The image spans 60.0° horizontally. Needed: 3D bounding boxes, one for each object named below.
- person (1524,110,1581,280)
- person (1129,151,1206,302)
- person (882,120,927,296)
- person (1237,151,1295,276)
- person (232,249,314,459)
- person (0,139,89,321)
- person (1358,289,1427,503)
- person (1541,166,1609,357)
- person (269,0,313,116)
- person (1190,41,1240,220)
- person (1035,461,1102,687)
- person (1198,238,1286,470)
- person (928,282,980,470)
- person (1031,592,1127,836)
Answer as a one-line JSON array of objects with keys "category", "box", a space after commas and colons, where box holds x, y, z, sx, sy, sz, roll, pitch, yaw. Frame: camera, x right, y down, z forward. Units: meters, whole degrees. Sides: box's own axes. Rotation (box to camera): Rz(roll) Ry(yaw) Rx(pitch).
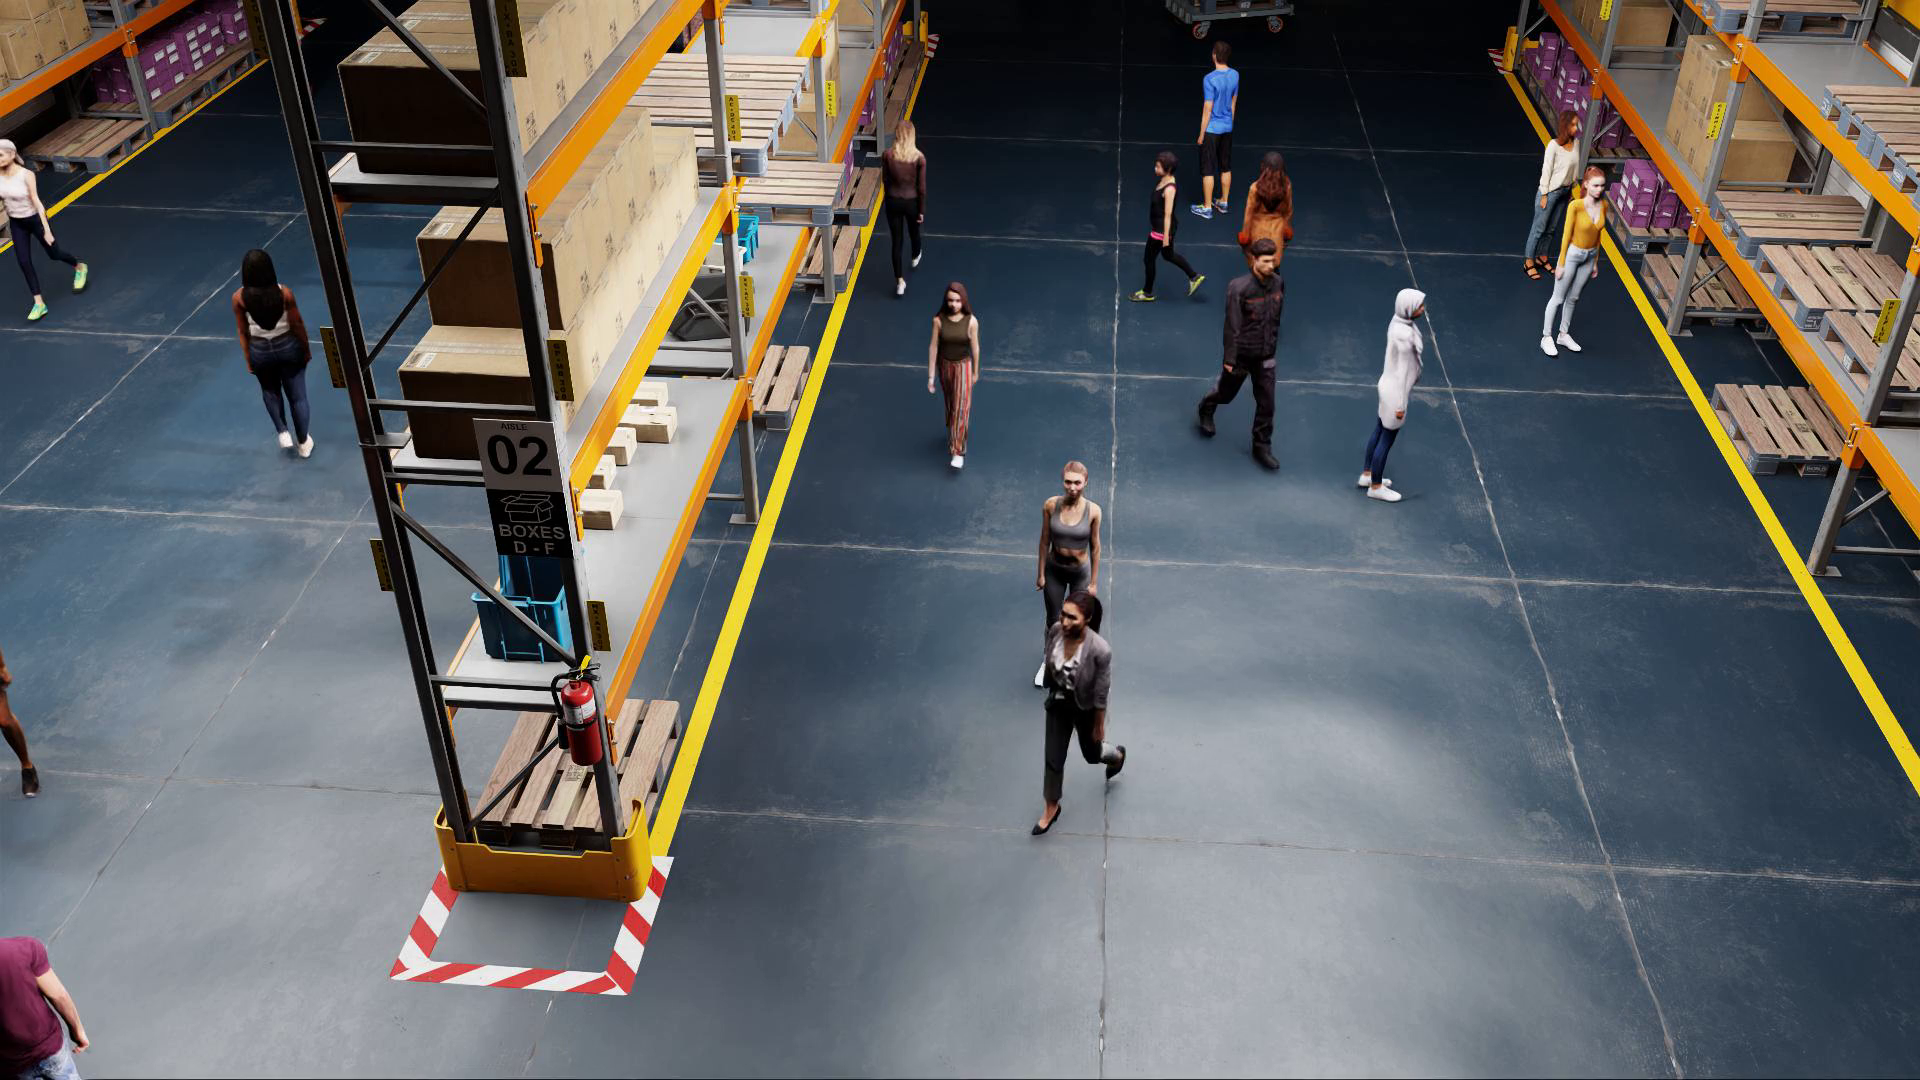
[{"category": "person", "box": [5.893, -3.444, 16.520, 0.696, 1.682, 0.730, -20, 38, -27]}, {"category": "person", "box": [2.027, -3.005, 16.001, 0.635, 1.525, 0.890, 4, 34, 6]}, {"category": "person", "box": [-0.571, -3.194, 16.171, 0.604, 1.652, 1.072, 3, 34, 5]}, {"category": "person", "box": [2.875, -2.753, 15.456, 0.811, 1.710, 0.892, -5, 34, -8]}, {"category": "person", "box": [-5.517, -1.451, 13.414, 0.748, 1.800, 0.755, -8, 34, -12]}, {"category": "person", "box": [-8.822, -3.024, 15.899, 0.641, 1.671, 1.140, 4, 34, 6]}, {"category": "person", "box": [3.375, -1.146, 12.978, 0.671, 1.776, 0.484, 4, 34, 5]}, {"category": "person", "box": [5.592, -2.535, 15.091, 0.673, 1.750, 0.684, -10, 35, -15]}, {"category": "person", "box": [-8.408, -6.238, 20.675, 0.768, 1.735, 1.122, -2, 34, -3]}, {"category": "person", "box": [2.748, -4.378, 17.759, 0.702, 1.866, 0.741, -20, 39, -27]}, {"category": "person", "box": [0.718, 0.228, 10.979, 0.583, 1.701, 0.580, 7, 34, 10]}, {"category": "person", "box": [2.295, -1.572, 13.505, 1.144, 1.901, 1.330, -16, 37, -23]}, {"category": "person", "box": [-0.036, -1.422, 13.619, 0.627, 1.527, 1.019, 7, 34, 10]}, {"category": "person", "box": [0.751, 0.984, 9.886, 1.004, 1.652, 1.124, 27, 42, 34]}]
